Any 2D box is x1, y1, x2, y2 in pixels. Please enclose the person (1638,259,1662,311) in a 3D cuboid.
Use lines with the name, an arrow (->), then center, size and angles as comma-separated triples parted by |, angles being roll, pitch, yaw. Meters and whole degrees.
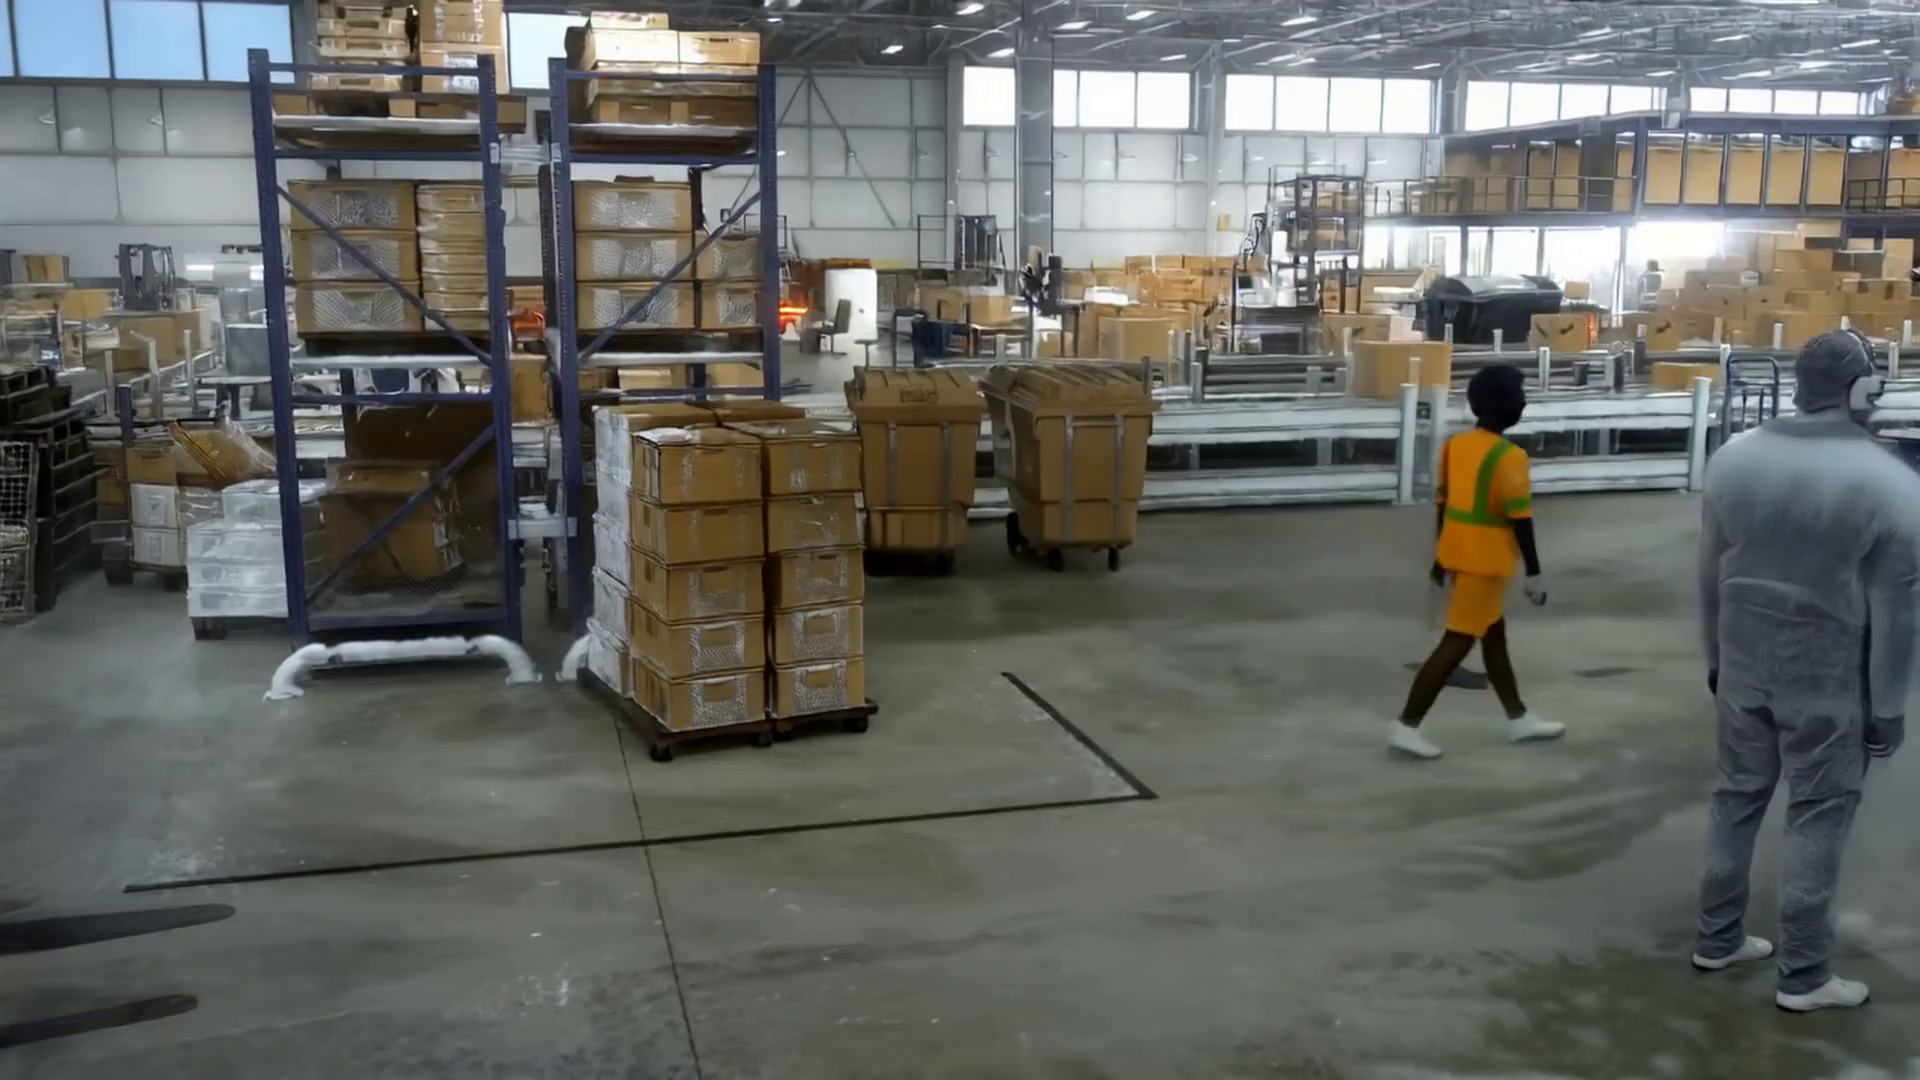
person -> 14.237, -4.835, 34.220 | 0.596, 1.851, 0.792 | -2, 10, -13

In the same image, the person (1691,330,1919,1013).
person -> 2.384, 0.367, 4.677 | 0.399, 1.900, 0.636 | -6, 11, -29

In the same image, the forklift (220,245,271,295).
forklift -> -17.749, -6.334, 41.440 | 1.157, 1.987, 2.680 | -3, 10, -17

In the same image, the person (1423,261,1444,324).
person -> 12.818, -6.687, 45.090 | 0.436, 1.722, 0.661 | 0, 10, 0

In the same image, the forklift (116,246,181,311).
forklift -> -19.966, -6.232, 40.894 | 1.157, 1.987, 2.680 | -3, 10, -15

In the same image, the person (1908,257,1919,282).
person -> 24.429, -6.295, 42.328 | 0.584, 1.917, 0.385 | 4, 11, 21

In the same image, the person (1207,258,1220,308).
person -> 5.331, -5.002, 35.143 | 0.321, 1.871, 0.520 | 0, 10, 1

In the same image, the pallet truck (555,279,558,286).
pallet truck -> -10.604, -6.375, 44.520 | 0.653, 1.274, 1.630 | -3, 10, -15

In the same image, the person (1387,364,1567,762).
person -> 2.164, 0.098, 6.883 | 0.883, 1.649, 0.545 | -2, 10, -11
